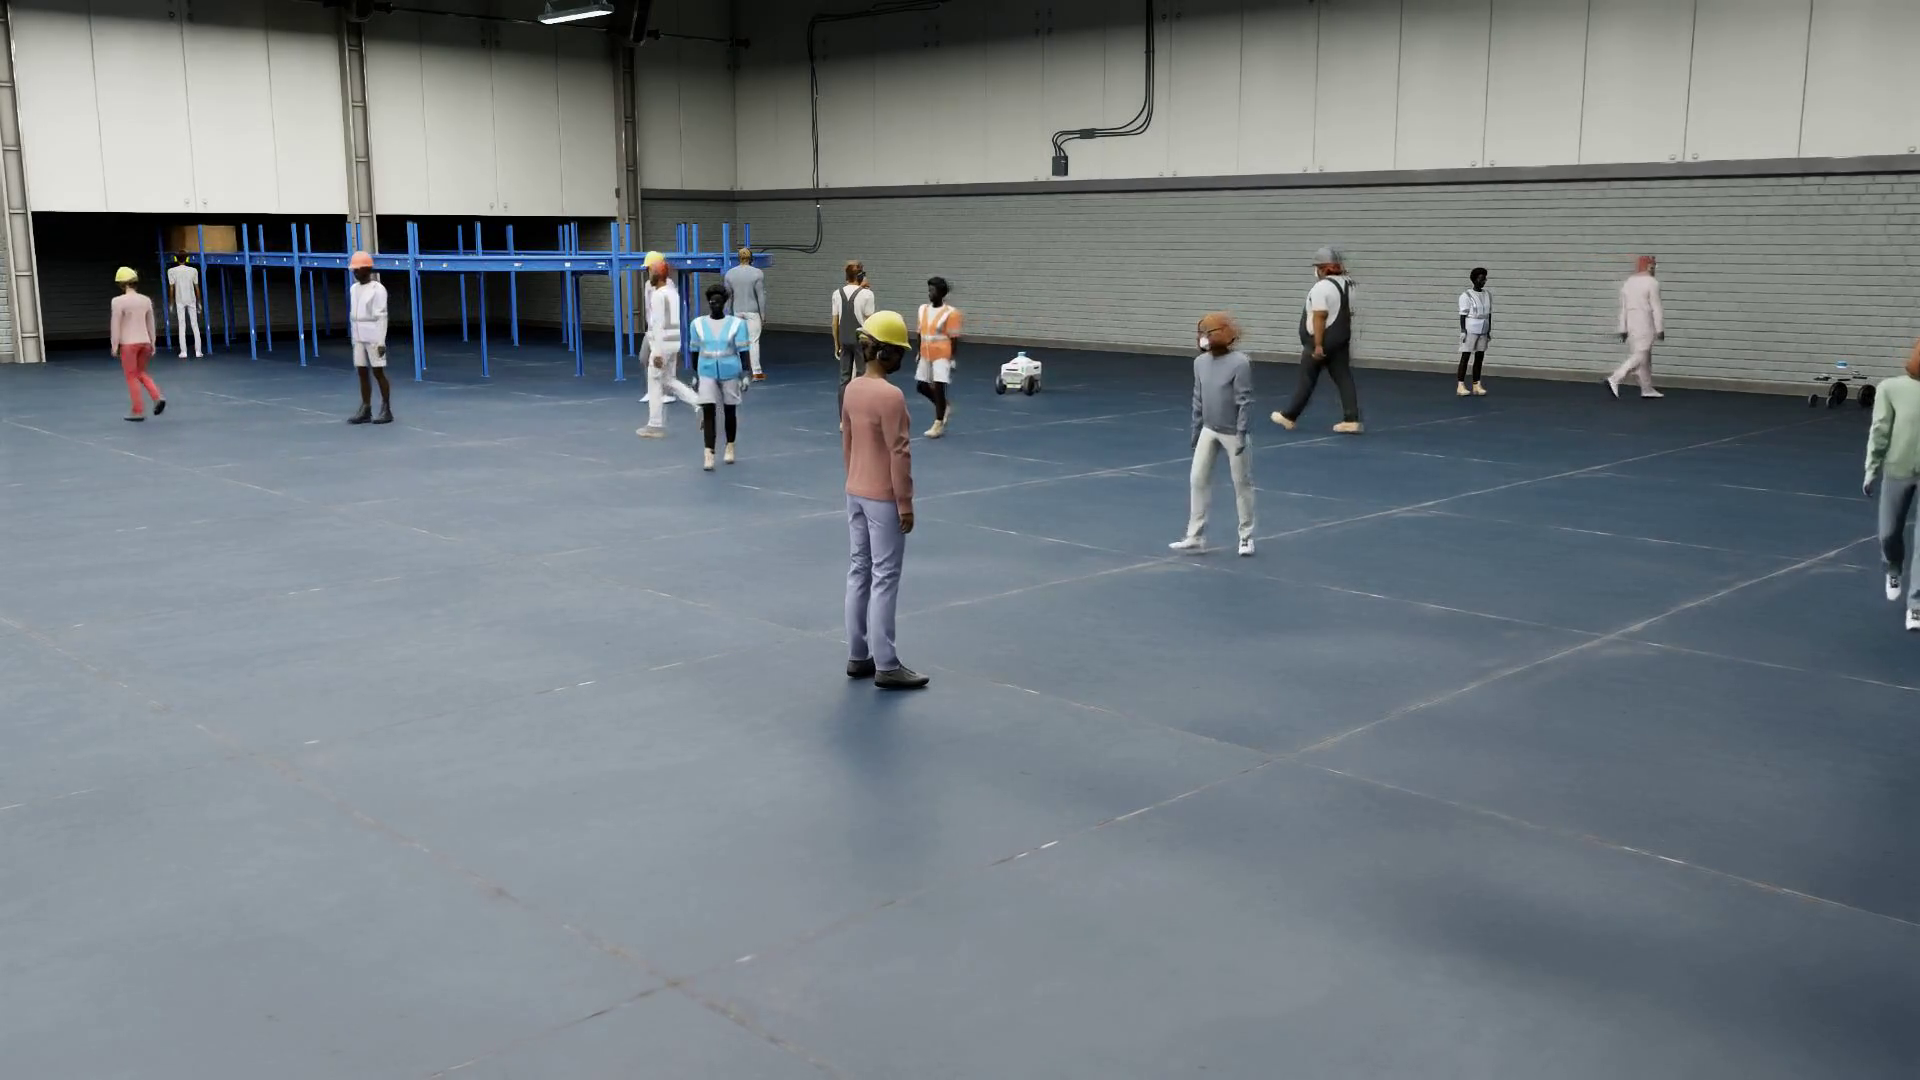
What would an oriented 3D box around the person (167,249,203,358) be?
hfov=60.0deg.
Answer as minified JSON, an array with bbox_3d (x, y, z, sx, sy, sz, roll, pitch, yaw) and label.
[{"bbox_3d":[-13.461,-4.110,28.904,0.511,1.872,0.329,-6,12,-29],"label":"person"}]

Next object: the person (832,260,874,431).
[{"bbox_3d":[-1.127,-2.096,18.003,0.524,1.846,0.353,4,11,23],"label":"person"}]

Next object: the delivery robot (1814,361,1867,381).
[{"bbox_3d":[11.001,-2.113,20.757,0.698,0.223,0.335,-4,11,-22],"label":"delivery robot"}]

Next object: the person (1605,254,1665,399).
[{"bbox_3d":[8.790,-2.758,21.528,0.870,1.882,0.644,-2,11,-9],"label":"person"}]

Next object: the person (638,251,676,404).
[{"bbox_3d":[-3.817,-2.652,20.868,0.591,1.905,0.587,9,14,40],"label":"person"}]

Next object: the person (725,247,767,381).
[{"bbox_3d":[-3.111,-3.294,24.268,0.627,1.940,0.372,3,11,17],"label":"person"}]

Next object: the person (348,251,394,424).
[{"bbox_3d":[-6.699,-2.287,18.788,0.546,1.938,0.359,6,12,29],"label":"person"}]

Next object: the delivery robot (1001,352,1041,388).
[{"bbox_3d":[0.830,-2.287,22.415,0.477,0.478,0.707,4,11,23],"label":"delivery robot"}]

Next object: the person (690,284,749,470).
[{"bbox_3d":[-2.208,-1.508,15.261,0.542,1.674,0.713,-1,10,-3],"label":"person"}]

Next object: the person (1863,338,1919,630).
[{"bbox_3d":[5.267,-0.356,9.135,0.508,1.610,0.654,7,12,33],"label":"person"}]

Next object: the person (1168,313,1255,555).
[{"bbox_3d":[1.728,-0.695,11.020,0.556,1.600,0.508,-9,14,-41],"label":"person"}]

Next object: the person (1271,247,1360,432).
[{"bbox_3d":[3.927,-2.171,17.985,0.701,2.000,1.038,-10,14,-43],"label":"person"}]

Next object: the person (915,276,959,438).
[{"bbox_3d":[-0.213,-1.935,17.528,0.553,1.685,0.458,8,13,39],"label":"person"}]

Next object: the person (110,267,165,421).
[{"bbox_3d":[-9.463,-2.243,19.057,0.394,1.755,0.528,4,11,19],"label":"person"}]

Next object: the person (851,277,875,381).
[{"bbox_3d":[-1.178,-2.287,19.626,0.498,1.629,0.270,10,14,42],"label":"person"}]

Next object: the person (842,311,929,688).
[{"bbox_3d":[-0.366,-0.193,7.847,0.320,1.763,0.522,-7,12,-32],"label":"person"}]

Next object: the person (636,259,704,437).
[{"bbox_3d":[-3.051,-2.019,17.541,0.743,1.866,0.582,2,11,13],"label":"person"}]

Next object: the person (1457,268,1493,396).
[{"bbox_3d":[6.829,-2.764,22.064,0.532,1.689,0.322,-5,12,-26],"label":"person"}]
